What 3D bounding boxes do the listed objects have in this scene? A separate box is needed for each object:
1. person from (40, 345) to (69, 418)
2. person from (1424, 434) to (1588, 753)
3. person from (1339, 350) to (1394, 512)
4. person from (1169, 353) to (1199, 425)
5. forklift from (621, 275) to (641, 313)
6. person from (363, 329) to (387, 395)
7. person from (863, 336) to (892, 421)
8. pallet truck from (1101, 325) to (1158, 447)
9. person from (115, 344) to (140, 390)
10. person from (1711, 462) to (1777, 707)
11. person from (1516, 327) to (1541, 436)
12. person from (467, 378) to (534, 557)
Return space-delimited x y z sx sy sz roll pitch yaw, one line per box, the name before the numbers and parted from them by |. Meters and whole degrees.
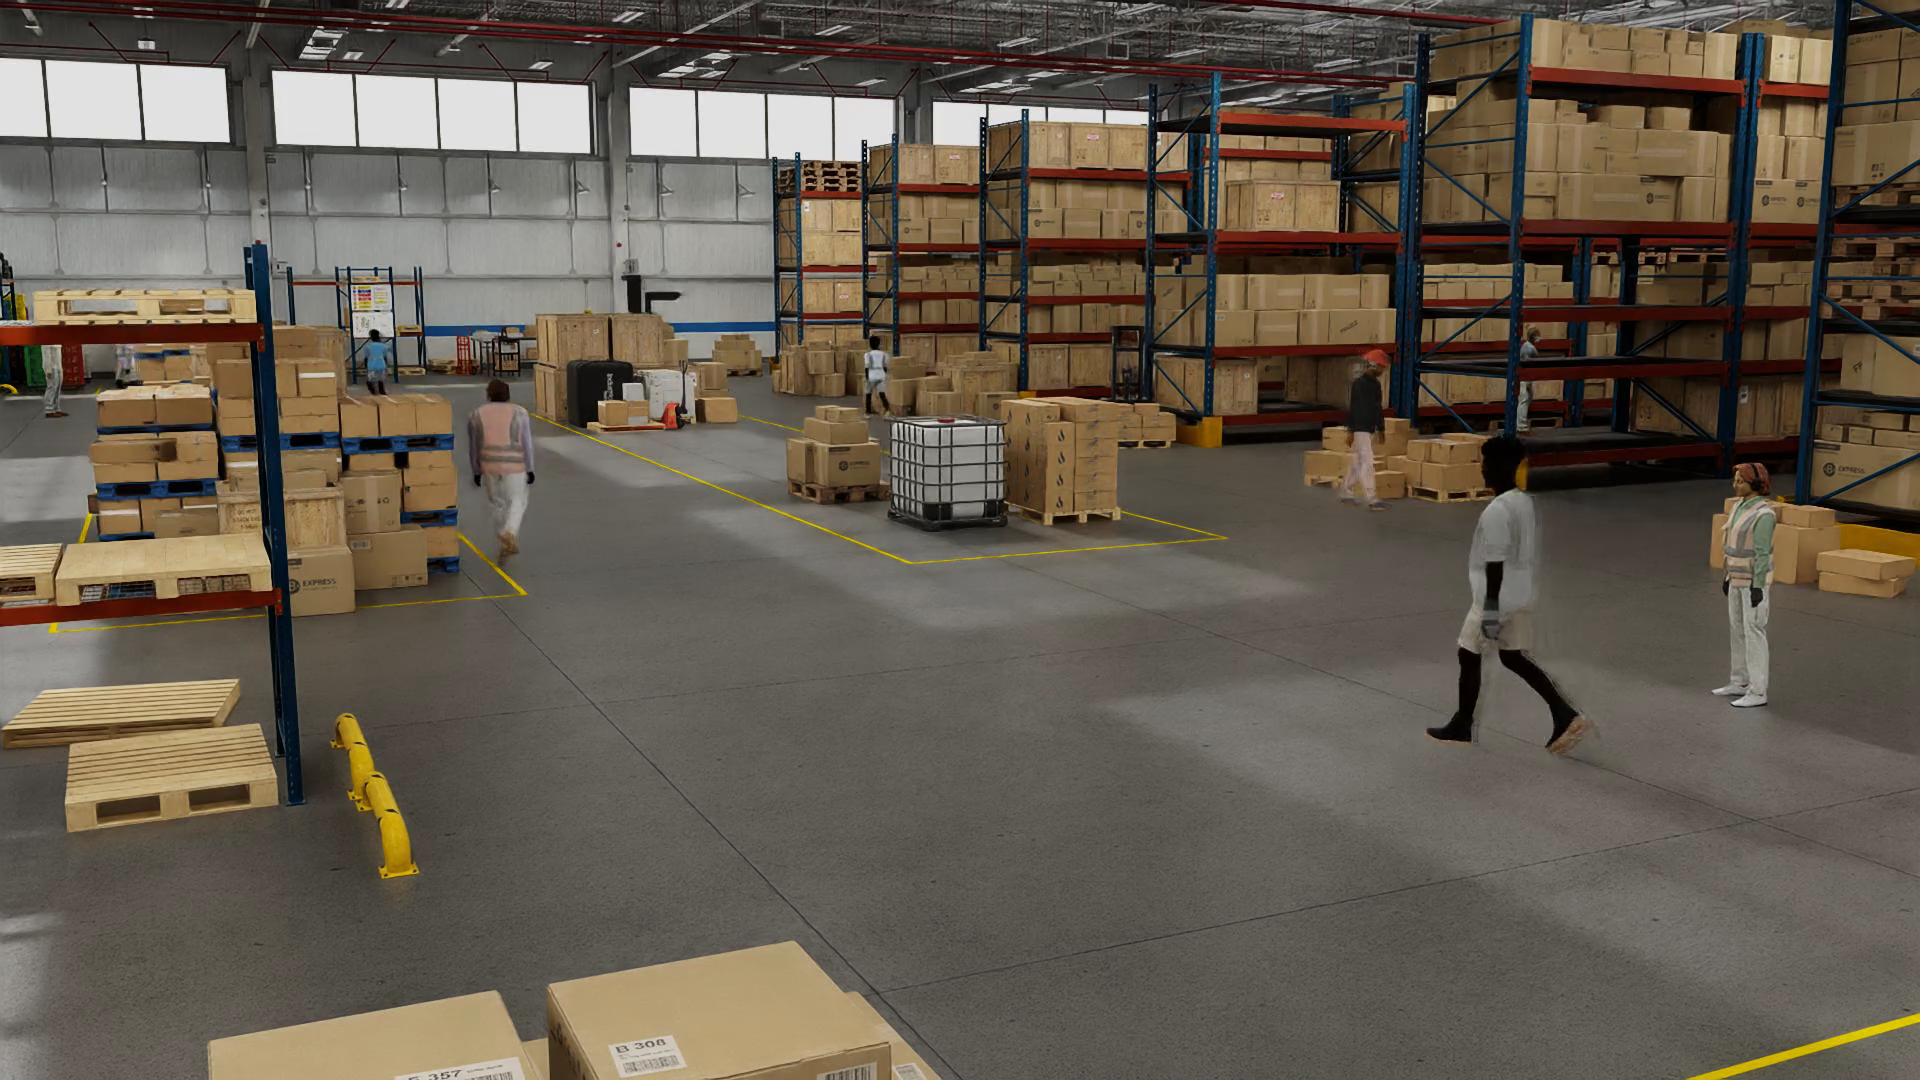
person | -18.033 -3.387 33.071 0.362 1.929 0.629 -1 9 -9
person | 3.301 0.331 9.964 0.889 1.937 0.610 7 12 38
person | 4.981 -1.319 20.171 0.879 1.941 0.696 8 12 40
person | 4.069 -3.057 31.159 0.982 1.893 0.551 -8 12 -40
forklift | -7.545 -4.740 38.492 1.873 2.768 1.129 -2 9 -12
person | -12.481 -3.666 35.544 0.545 1.689 0.362 -8 12 -41
person | -1.610 -3.137 32.300 0.532 1.669 0.822 -5 11 -30
pallet truck | 2.881 -2.596 27.923 0.823 1.965 1.885 -1 9 -7
person | -17.461 -3.684 34.985 0.551 1.914 0.854 7 11 37
person | 5.268 0.292 11.141 0.312 1.632 0.514 0 9 3
person | 10.020 -2.792 29.346 0.378 1.932 0.629 3 9 15
person | -4.620 -0.719 16.800 0.648 1.827 0.441 0 9 -1
